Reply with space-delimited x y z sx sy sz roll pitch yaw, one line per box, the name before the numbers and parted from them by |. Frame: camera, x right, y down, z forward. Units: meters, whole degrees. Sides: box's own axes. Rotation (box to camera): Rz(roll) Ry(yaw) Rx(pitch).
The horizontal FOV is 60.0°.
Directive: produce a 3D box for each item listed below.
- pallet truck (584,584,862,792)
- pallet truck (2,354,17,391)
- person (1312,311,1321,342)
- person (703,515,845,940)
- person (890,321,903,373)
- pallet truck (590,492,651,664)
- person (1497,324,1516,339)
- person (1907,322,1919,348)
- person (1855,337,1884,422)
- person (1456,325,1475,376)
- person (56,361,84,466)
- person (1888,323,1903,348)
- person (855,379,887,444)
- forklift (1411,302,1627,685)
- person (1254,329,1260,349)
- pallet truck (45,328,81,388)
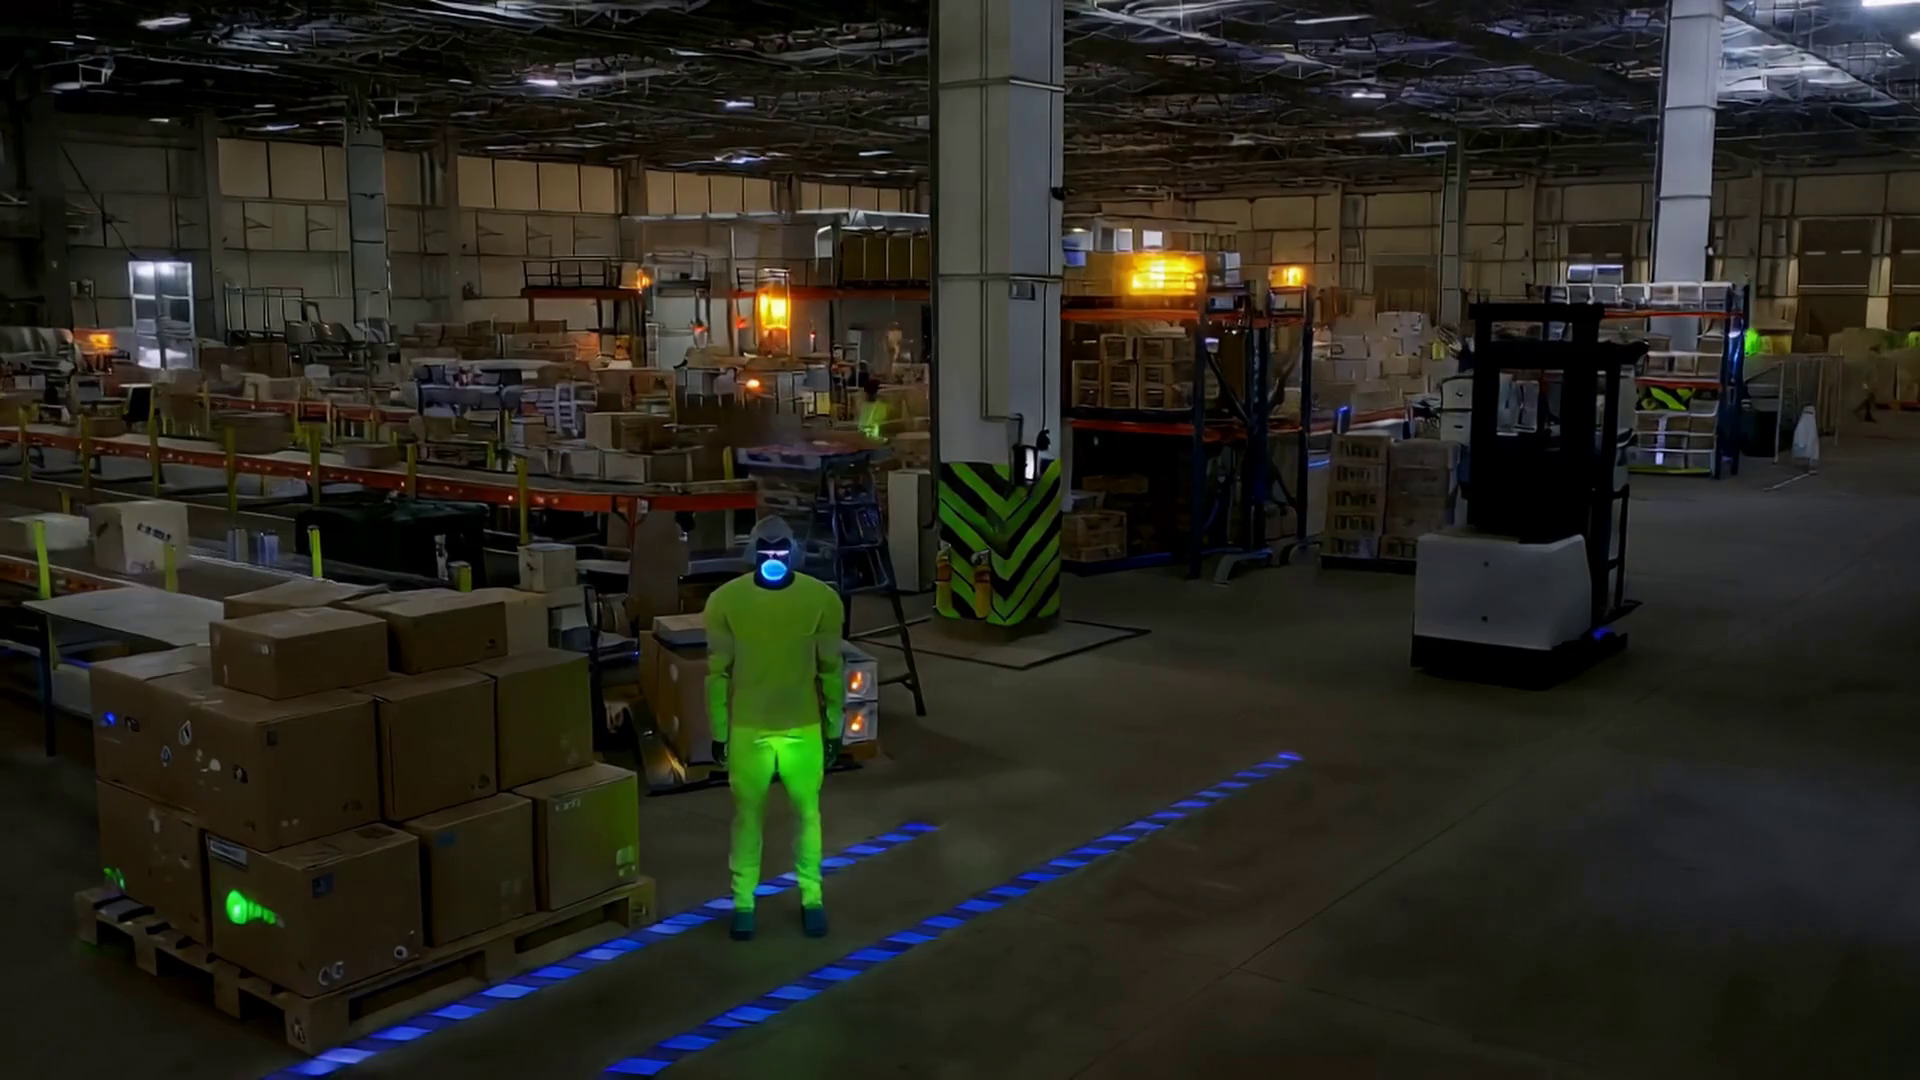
pallet truck | -1.426 0.805 10.019 1.601 1.201 0.680 -4 9 -26
pallet truck | -24.881 -4.417 42.634 1.885 1.965 0.823 8 11 41
person | 18.433 -10.884 86.269 0.615 1.992 0.392 7 11 40
person | -0.826 0.838 7.464 0.624 1.931 0.377 -1 8 -7
person | -2.313 -7.039 60.719 0.602 1.870 0.446 -7 11 -41
pallet truck | -3.115 0.344 12.883 0.653 1.274 1.630 7 11 37
person | 17.106 -5.776 52.074 0.626 1.946 0.992 4 9 24
person | 31.826 -6.272 55.340 0.371 1.940 0.630 -4 9 -27
person | 20.551 -3.604 37.416 0.397 1.922 0.547 7 11 38
person | 14.775 -5.299 48.439 0.690 2.000 1.002 8 11 42
person | -14.973 -2.127 27.991 0.329 1.763 0.523 -5 10 -30
person | 33.636 -6.880 59.818 0.444 1.831 0.630 7 11 40
person | -1.317 -1.448 23.687 0.550 1.665 0.757 4 9 27
forklift | 4.379 -0.438 12.852 1.129 2.768 1.873 7 11 37
person | 15.483 -10.838 86.448 0.429 1.843 0.632 6 10 33
pallet truck | -23.775 -4.544 43.495 1.885 1.965 0.823 6 10 35
